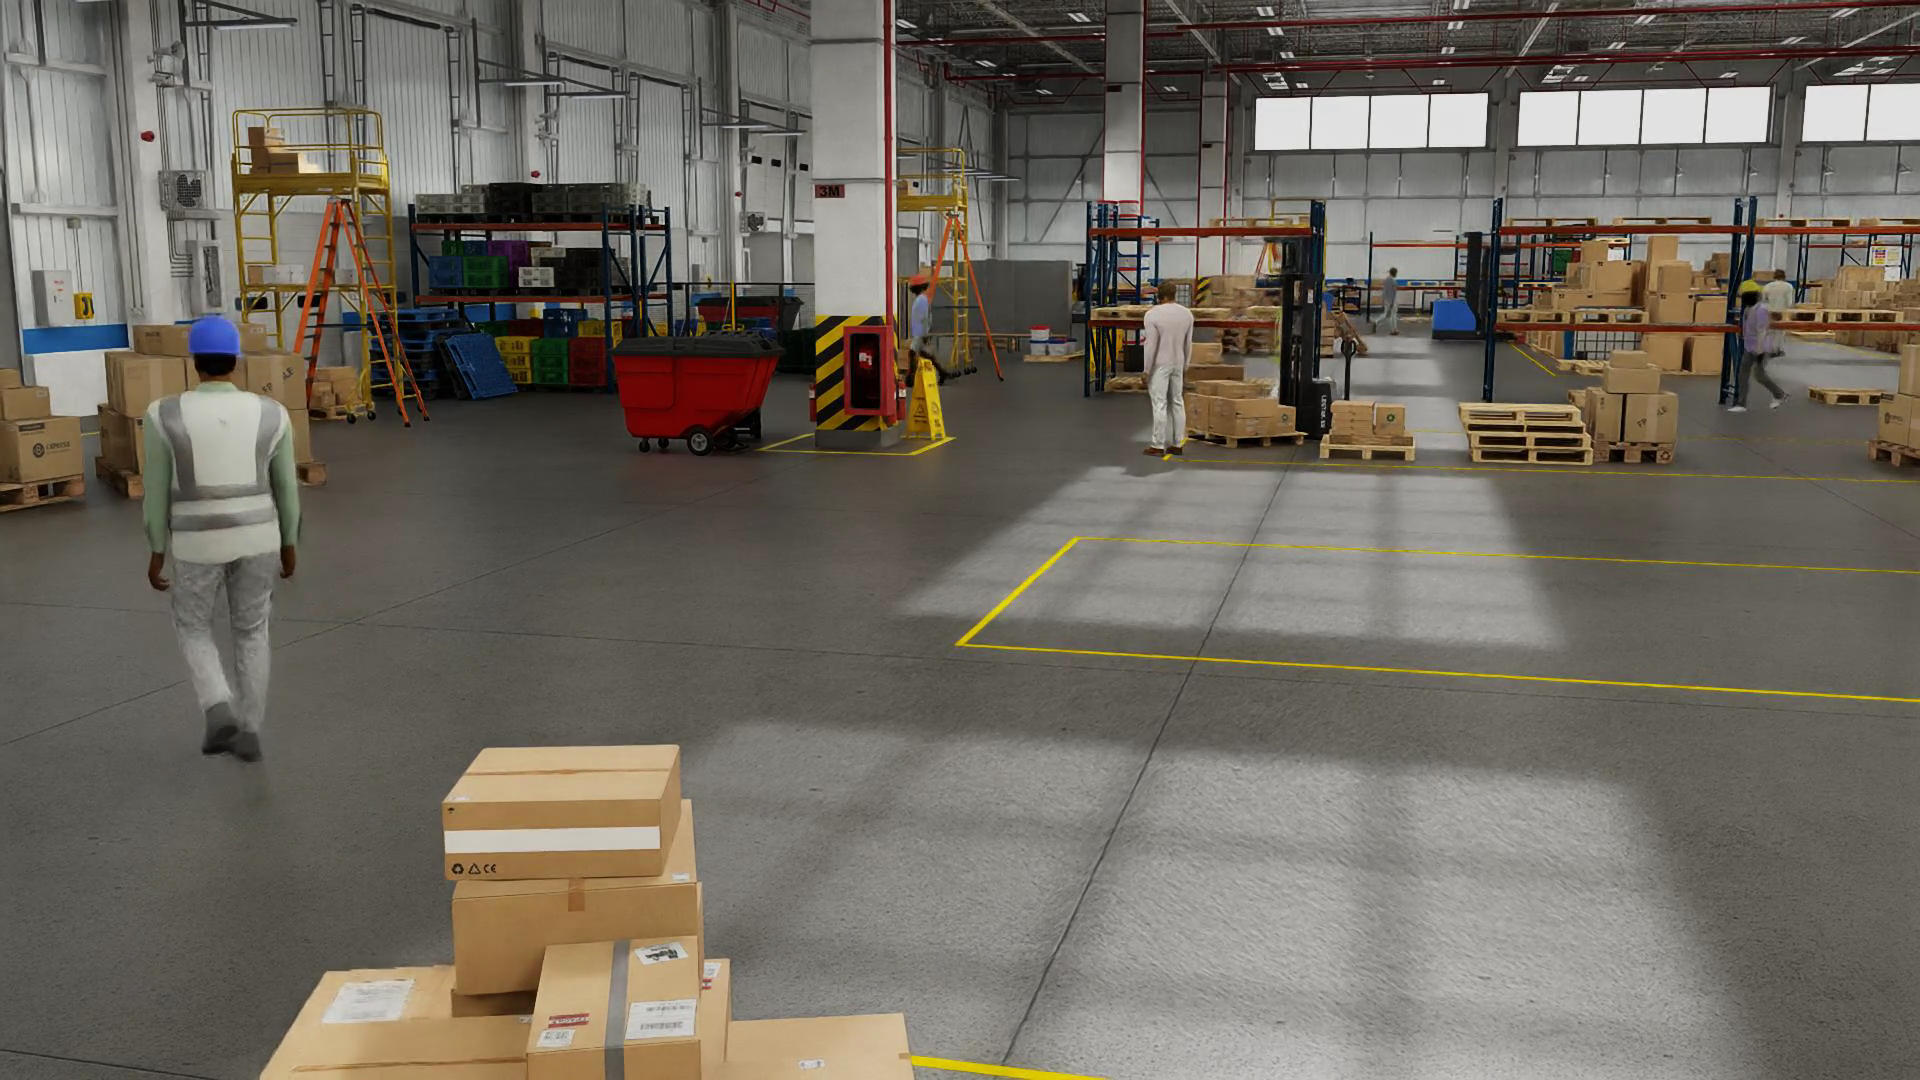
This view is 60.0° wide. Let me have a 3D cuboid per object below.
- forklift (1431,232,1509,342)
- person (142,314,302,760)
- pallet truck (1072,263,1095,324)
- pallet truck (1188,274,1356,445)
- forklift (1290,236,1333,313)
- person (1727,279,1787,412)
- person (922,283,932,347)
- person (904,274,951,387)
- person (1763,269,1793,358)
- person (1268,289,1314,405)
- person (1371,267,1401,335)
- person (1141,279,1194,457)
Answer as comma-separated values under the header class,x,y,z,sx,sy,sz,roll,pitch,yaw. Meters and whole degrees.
class,x,y,z,sx,sy,sz,roll,pitch,yaw
forklift,13.185,-6.527,42.836,1.873,2.768,1.129,2,10,14
person,-3.154,0.004,7.153,0.645,1.932,0.452,-6,12,-34
pallet truck,4.325,-8.180,55.162,0.823,1.965,1.885,6,11,31
pallet truck,3.653,-2.138,19.590,1.885,1.965,0.823,-4,10,-20
forklift,10.462,-7.945,51.181,1.873,2.768,1.129,-2,10,-12
person,11.282,-2.724,23.411,0.789,1.881,0.611,-1,10,-3
person,-0.856,-5.579,40.743,0.319,1.695,0.532,-8,12,-39
person,-0.609,-3.519,28.010,0.899,1.910,0.555,-2,10,-11
person,17.814,-4.927,36.204,0.570,1.926,0.662,-9,13,-41
person,4.156,-2.230,20.740,0.964,1.797,0.648,-2,10,-12
person,11.961,-6.672,46.516,0.757,1.916,0.641,-1,10,-8
person,2.260,-1.879,18.236,0.635,1.937,0.361,-6,11,-29
